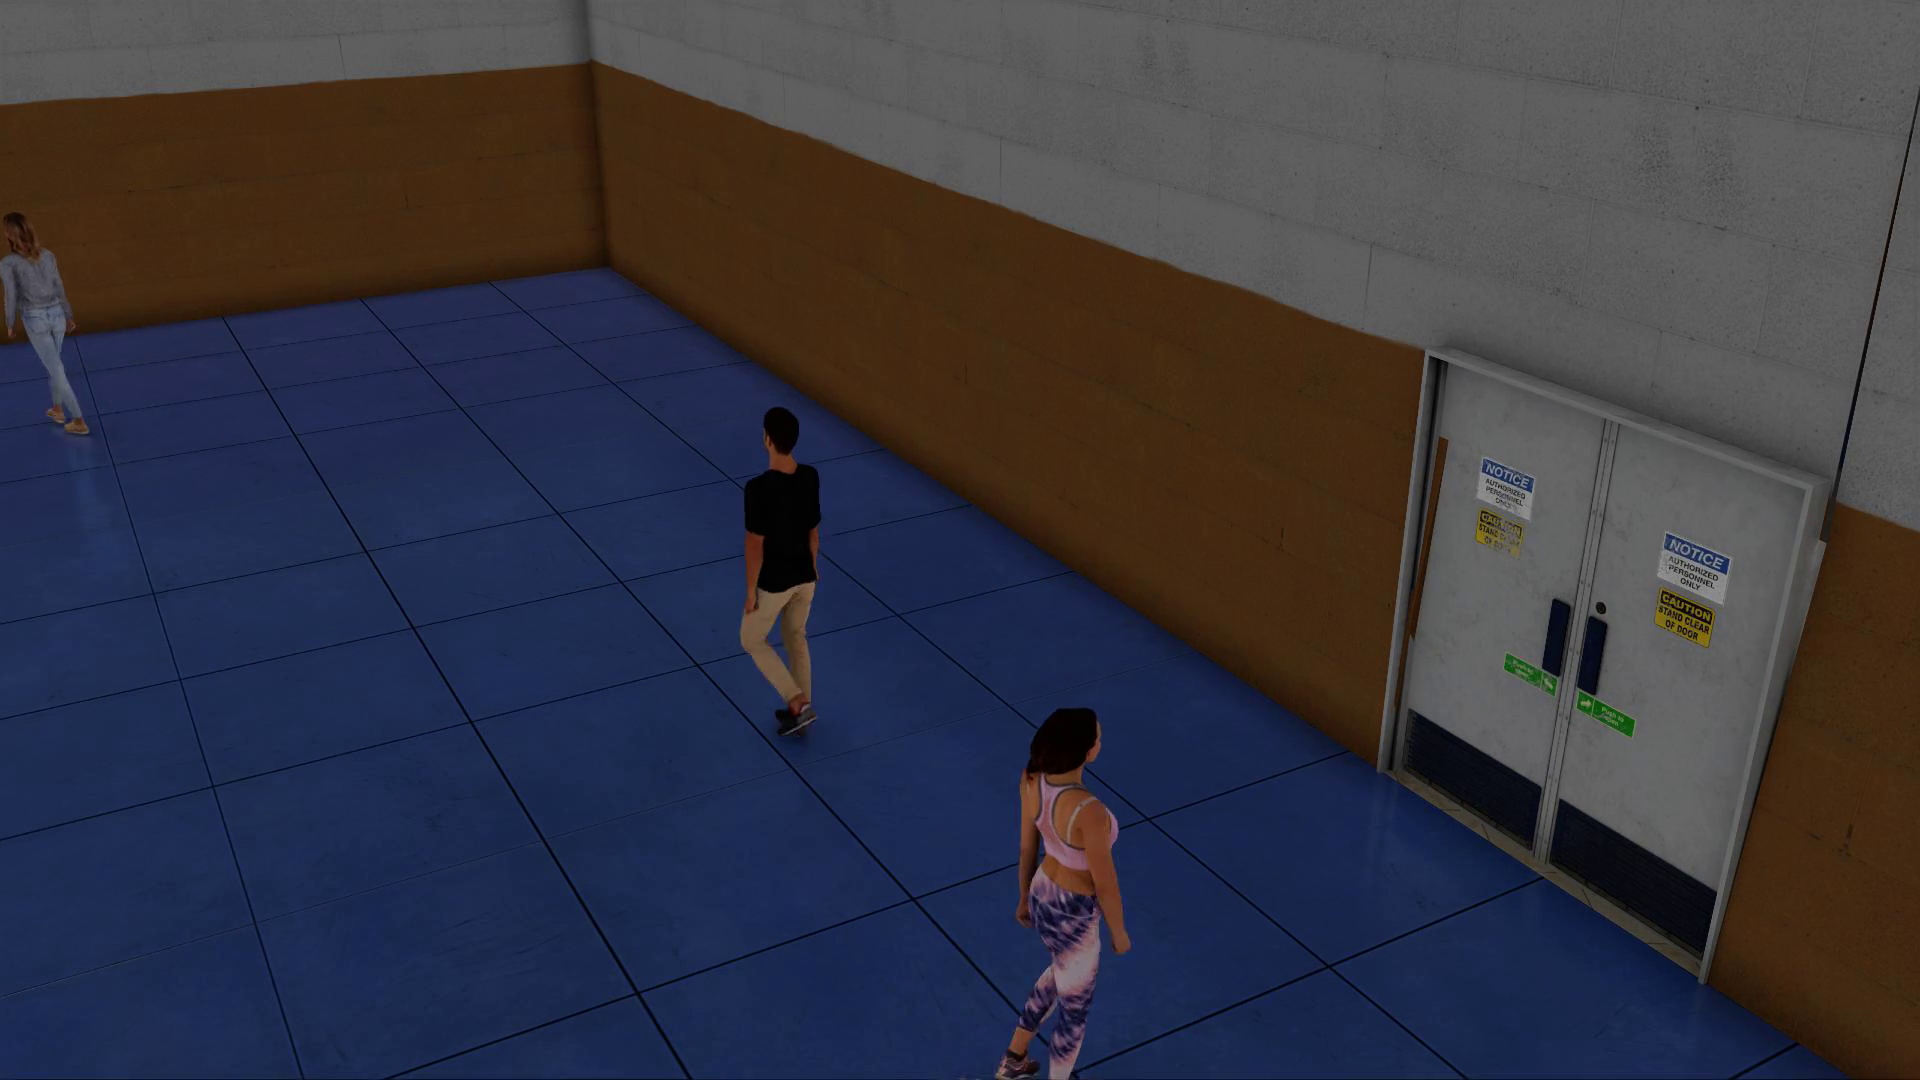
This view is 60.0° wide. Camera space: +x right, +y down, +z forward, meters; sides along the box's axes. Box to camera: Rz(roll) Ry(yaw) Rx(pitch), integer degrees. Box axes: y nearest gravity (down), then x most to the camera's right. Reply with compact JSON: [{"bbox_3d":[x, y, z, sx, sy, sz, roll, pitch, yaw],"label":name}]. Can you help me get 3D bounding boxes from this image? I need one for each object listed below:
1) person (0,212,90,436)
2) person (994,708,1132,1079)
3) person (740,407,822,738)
[{"bbox_3d":[-7.146,-1.667,13.081,0.913,1.771,0.915,13,27,28],"label":"person"},{"bbox_3d":[0.326,1.413,6.055,0.669,1.759,0.592,-17,29,-34],"label":"person"},{"bbox_3d":[-0.867,0.236,8.611,0.711,1.842,0.797,-21,31,-39],"label":"person"}]
